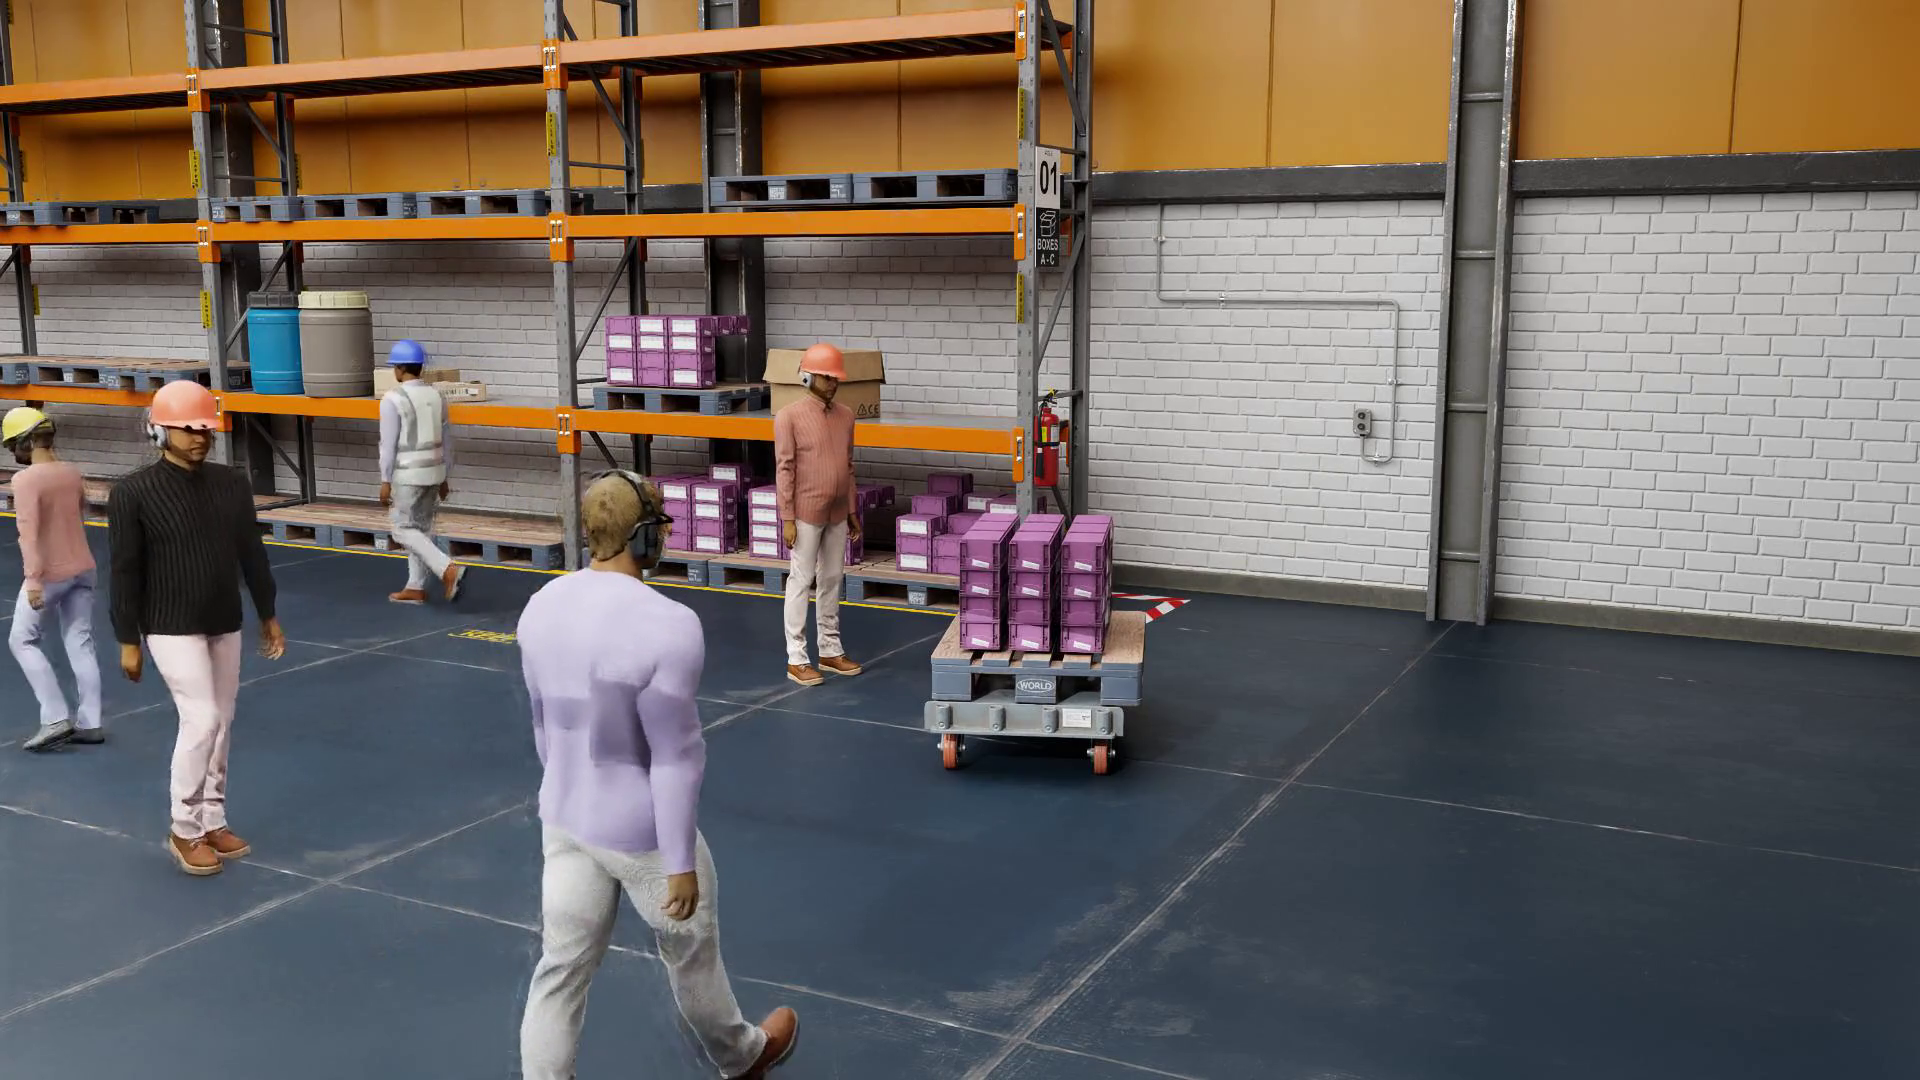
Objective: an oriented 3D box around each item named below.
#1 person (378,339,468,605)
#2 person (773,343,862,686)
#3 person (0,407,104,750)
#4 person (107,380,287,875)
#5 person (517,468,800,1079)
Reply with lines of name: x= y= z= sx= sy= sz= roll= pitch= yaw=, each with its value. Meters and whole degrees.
person: x=-3.819 y=-0.458 z=11.816 sx=0.702 sy=1.932 sz=0.619 roll=4 pitch=10 yaw=23
person: x=-0.823 y=-0.158 z=9.774 sx=0.382 sy=1.993 sz=0.609 roll=8 pitch=12 yaw=40
person: x=-4.585 y=0.197 z=8.400 sx=0.493 sy=1.718 sz=0.566 roll=1 pitch=9 yaw=9
person: x=-3.017 y=0.349 z=6.693 sx=0.559 sy=1.978 sz=0.620 roll=4 pitch=10 yaw=25
person: x=-0.849 y=0.744 z=4.517 sx=0.655 sy=1.888 sz=0.985 roll=6 pitch=11 yaw=32
